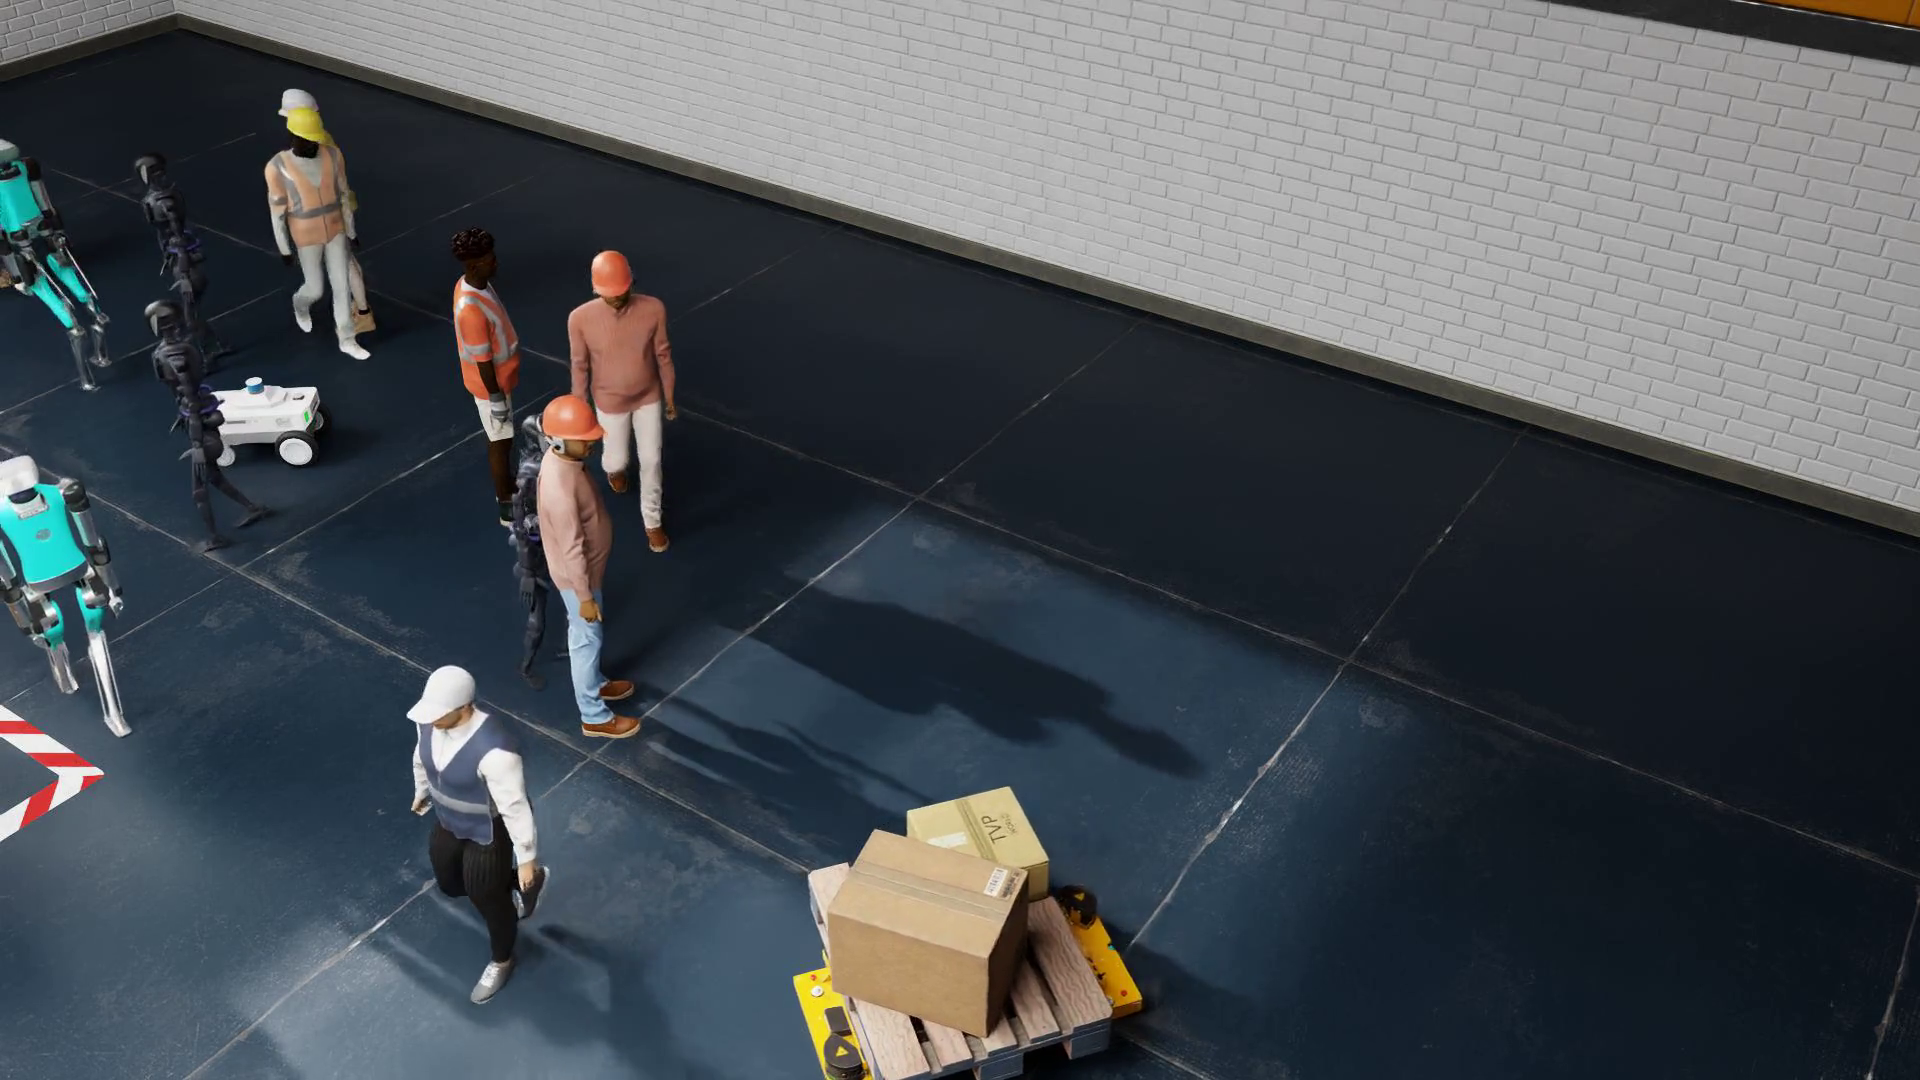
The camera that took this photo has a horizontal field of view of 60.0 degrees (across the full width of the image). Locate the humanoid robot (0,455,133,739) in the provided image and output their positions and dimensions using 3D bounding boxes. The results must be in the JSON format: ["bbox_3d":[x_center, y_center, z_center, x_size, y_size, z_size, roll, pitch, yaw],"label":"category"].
[{"bbox_3d":[-4.727,0.265,8.676,0.548,1.851,0.856,-27,43,-33],"label":"humanoid robot"}]

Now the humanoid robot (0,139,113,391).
[{"bbox_3d":[-6.324,-1.901,11.719,0.797,1.798,0.531,14,37,19],"label":"humanoid robot"}]

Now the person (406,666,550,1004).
[{"bbox_3d":[-2.083,1.219,7.226,0.772,1.741,0.543,21,40,28],"label":"person"}]

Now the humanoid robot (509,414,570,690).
[{"bbox_3d":[-2.251,0.028,9.009,0.406,1.639,0.592,12,37,16],"label":"humanoid robot"}]

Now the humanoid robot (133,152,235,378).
[{"bbox_3d":[-5.542,-1.967,11.855,0.441,1.657,0.589,-24,42,-30],"label":"humanoid robot"}]

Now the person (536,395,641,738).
[{"bbox_3d":[-1.929,0.134,8.571,0.389,1.990,0.613,-7,36,-10],"label":"person"}]

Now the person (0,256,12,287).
[{"bbox_3d":[-7.790,-2.564,12.671,0.823,1.714,0.625,-25,42,-31],"label":"person"}]

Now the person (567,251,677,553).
[{"bbox_3d":[-2.046,-0.906,10.083,0.619,1.961,0.743,-14,37,-19],"label":"person"}]

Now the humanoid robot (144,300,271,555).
[{"bbox_3d":[-4.602,-0.693,10.040,0.544,1.644,0.603,-18,39,-23],"label":"humanoid robot"}]

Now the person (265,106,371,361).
[{"bbox_3d":[-4.691,-2.249,12.067,0.746,1.881,0.630,28,44,34],"label":"person"}]

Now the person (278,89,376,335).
[{"bbox_3d":[-4.659,-2.423,12.315,0.397,1.888,0.480,-10,36,-14],"label":"person"}]

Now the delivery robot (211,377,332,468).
[{"bbox_3d":[-4.648,-0.801,11.176,0.811,0.613,0.499,-3,35,-5],"label":"delivery robot"}]

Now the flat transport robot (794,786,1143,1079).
[{"bbox_3d":[0.030,1.991,7.419,1.431,0.231,0.659,-11,37,-16],"label":"flat transport robot"}]

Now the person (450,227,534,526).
[{"bbox_3d":[-2.854,-0.997,10.210,0.368,1.965,0.601,-9,36,-12],"label":"person"}]
